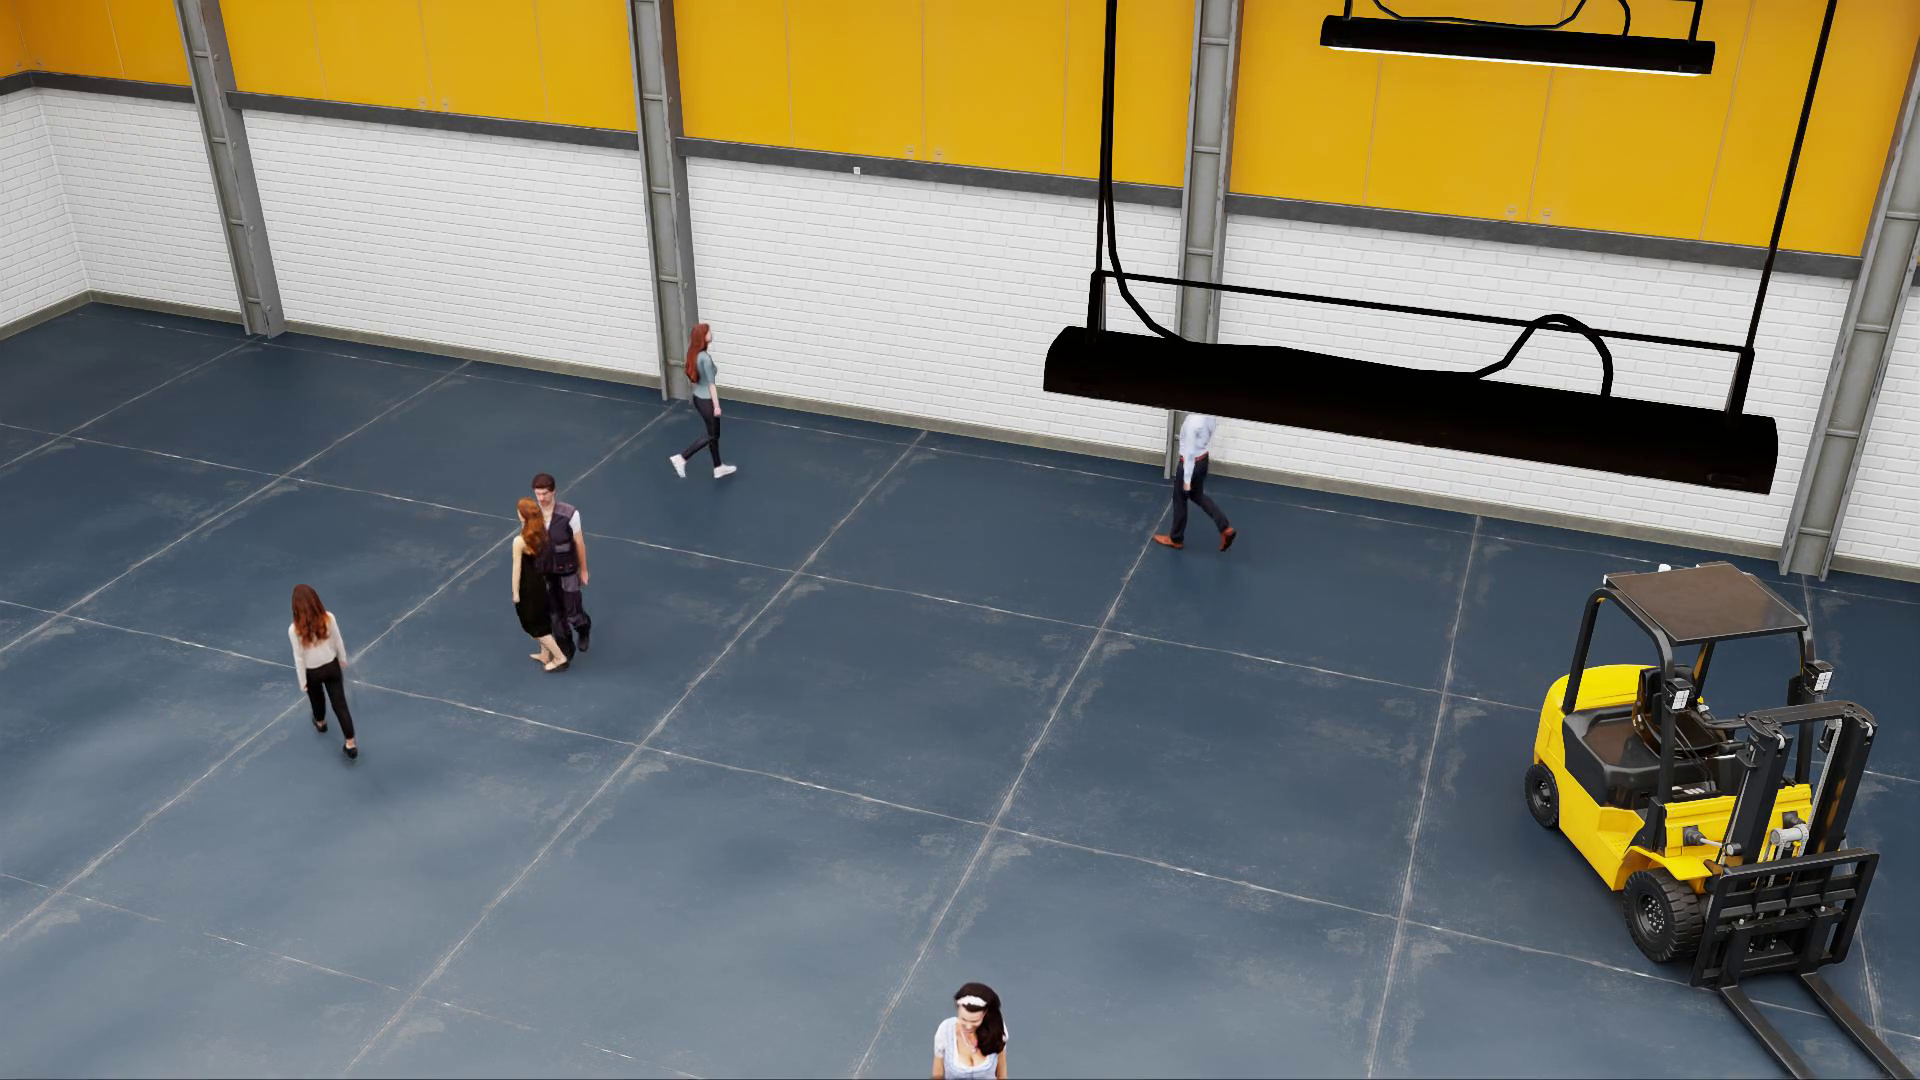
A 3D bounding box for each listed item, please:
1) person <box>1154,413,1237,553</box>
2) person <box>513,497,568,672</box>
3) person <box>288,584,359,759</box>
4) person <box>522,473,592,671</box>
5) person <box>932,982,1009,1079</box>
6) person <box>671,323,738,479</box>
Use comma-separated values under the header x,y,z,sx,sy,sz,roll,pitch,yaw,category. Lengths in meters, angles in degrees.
x,y,z,sx,sy,sz,roll,pitch,yaw,category
2.282,-0.658,15.758,1.133,1.776,0.826,18,33,29,person
-3.543,0.381,14.018,0.742,1.619,0.654,16,32,26,person
-4.940,1.054,12.965,0.897,1.445,1.072,-21,35,-33,person
-3.396,0.217,14.094,0.755,1.833,0.832,2,29,3,person
0.044,3.059,8.910,0.810,1.808,0.891,-3,29,-6,person
-2.681,-1.382,17.135,1.006,1.729,0.966,-15,32,-25,person
